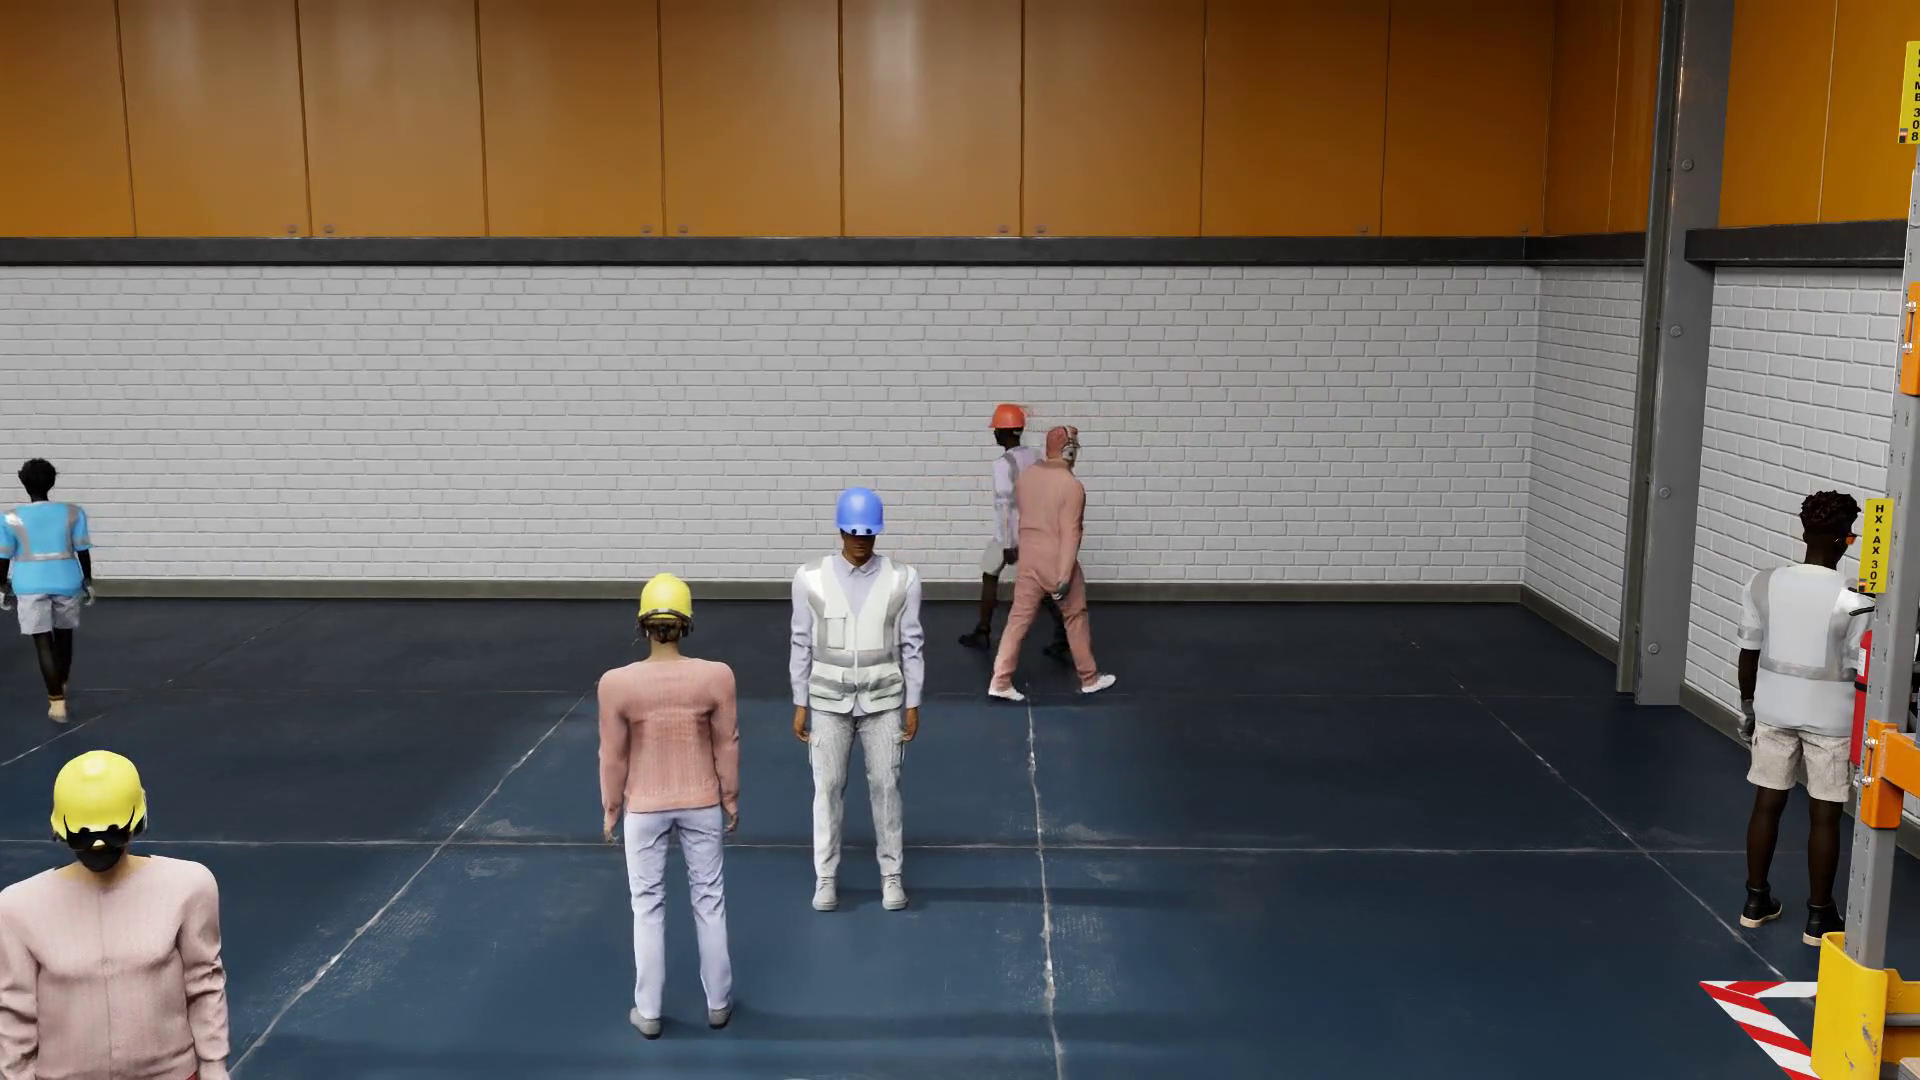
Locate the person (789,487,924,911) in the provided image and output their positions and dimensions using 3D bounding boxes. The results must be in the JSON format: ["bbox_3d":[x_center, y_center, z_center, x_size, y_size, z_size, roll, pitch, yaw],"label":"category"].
[{"bbox_3d":[-0.464,0.717,7.491,0.606,1.938,0.405,-1,9,-4],"label":"person"}]

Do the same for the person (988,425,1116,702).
[{"bbox_3d":[0.593,0.161,11.092,0.992,1.857,0.644,-9,13,-42],"label":"person"}]

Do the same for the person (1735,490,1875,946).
[{"bbox_3d":[3.658,0.756,7.165,0.361,1.965,0.613,-8,12,-39],"label":"person"}]

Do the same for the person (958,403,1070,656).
[{"bbox_3d":[0.456,-0.075,12.388,0.986,1.897,0.550,8,12,38],"label":"person"}]

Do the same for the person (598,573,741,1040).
[{"bbox_3d":[-1.092,1.001,6.300,0.532,1.767,0.325,-3,10,-15],"label":"person"}]

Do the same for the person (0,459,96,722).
[{"bbox_3d":[-5.948,0.300,10.779,0.553,1.655,0.819,-9,13,-42],"label":"person"}]

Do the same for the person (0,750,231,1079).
[{"bbox_3d":[-2.083,1.368,4.128,0.524,1.760,0.327,-5,11,-30],"label":"person"}]
